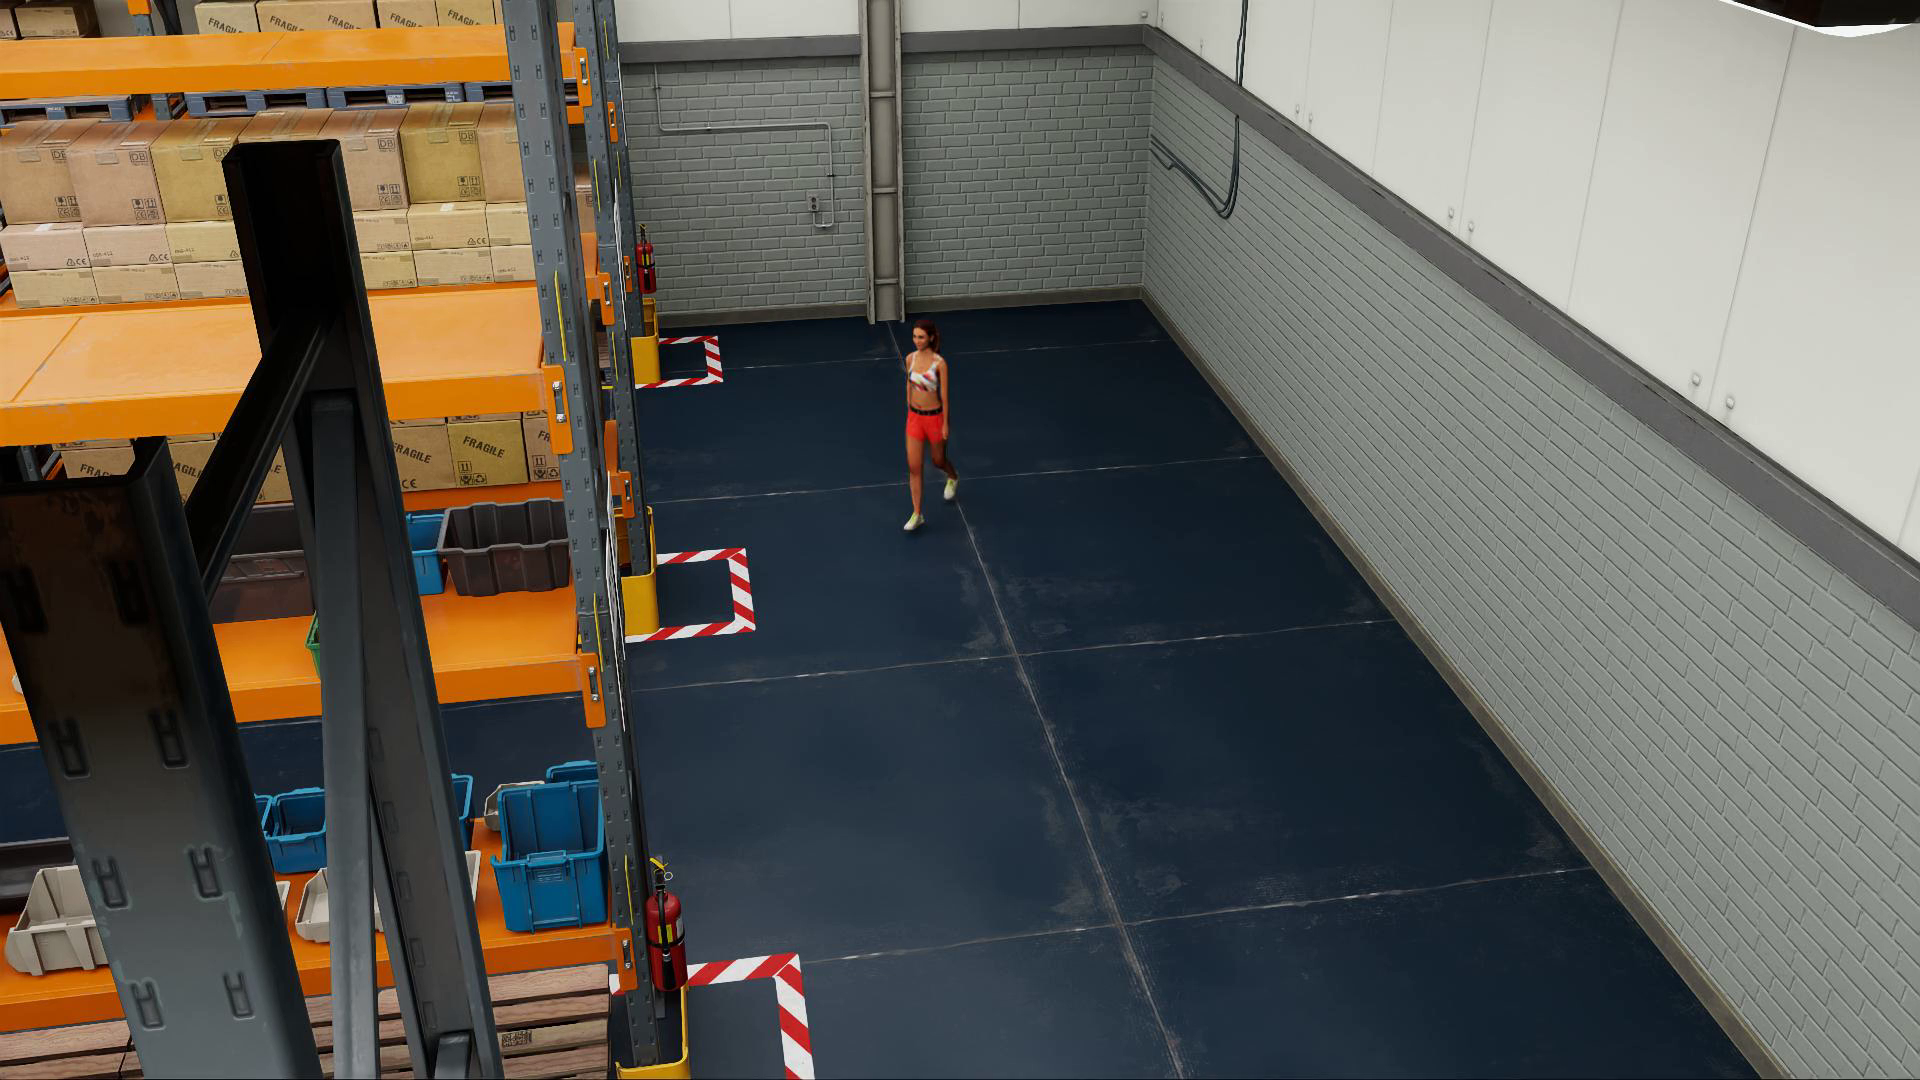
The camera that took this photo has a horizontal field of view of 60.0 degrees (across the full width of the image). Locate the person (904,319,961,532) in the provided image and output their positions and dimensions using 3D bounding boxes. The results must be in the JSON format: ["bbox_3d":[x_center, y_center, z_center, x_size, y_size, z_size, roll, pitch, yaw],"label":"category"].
[{"bbox_3d":[-0.222,-1.002,13.903,1.101,1.760,1.075,14,31,24],"label":"person"}]
